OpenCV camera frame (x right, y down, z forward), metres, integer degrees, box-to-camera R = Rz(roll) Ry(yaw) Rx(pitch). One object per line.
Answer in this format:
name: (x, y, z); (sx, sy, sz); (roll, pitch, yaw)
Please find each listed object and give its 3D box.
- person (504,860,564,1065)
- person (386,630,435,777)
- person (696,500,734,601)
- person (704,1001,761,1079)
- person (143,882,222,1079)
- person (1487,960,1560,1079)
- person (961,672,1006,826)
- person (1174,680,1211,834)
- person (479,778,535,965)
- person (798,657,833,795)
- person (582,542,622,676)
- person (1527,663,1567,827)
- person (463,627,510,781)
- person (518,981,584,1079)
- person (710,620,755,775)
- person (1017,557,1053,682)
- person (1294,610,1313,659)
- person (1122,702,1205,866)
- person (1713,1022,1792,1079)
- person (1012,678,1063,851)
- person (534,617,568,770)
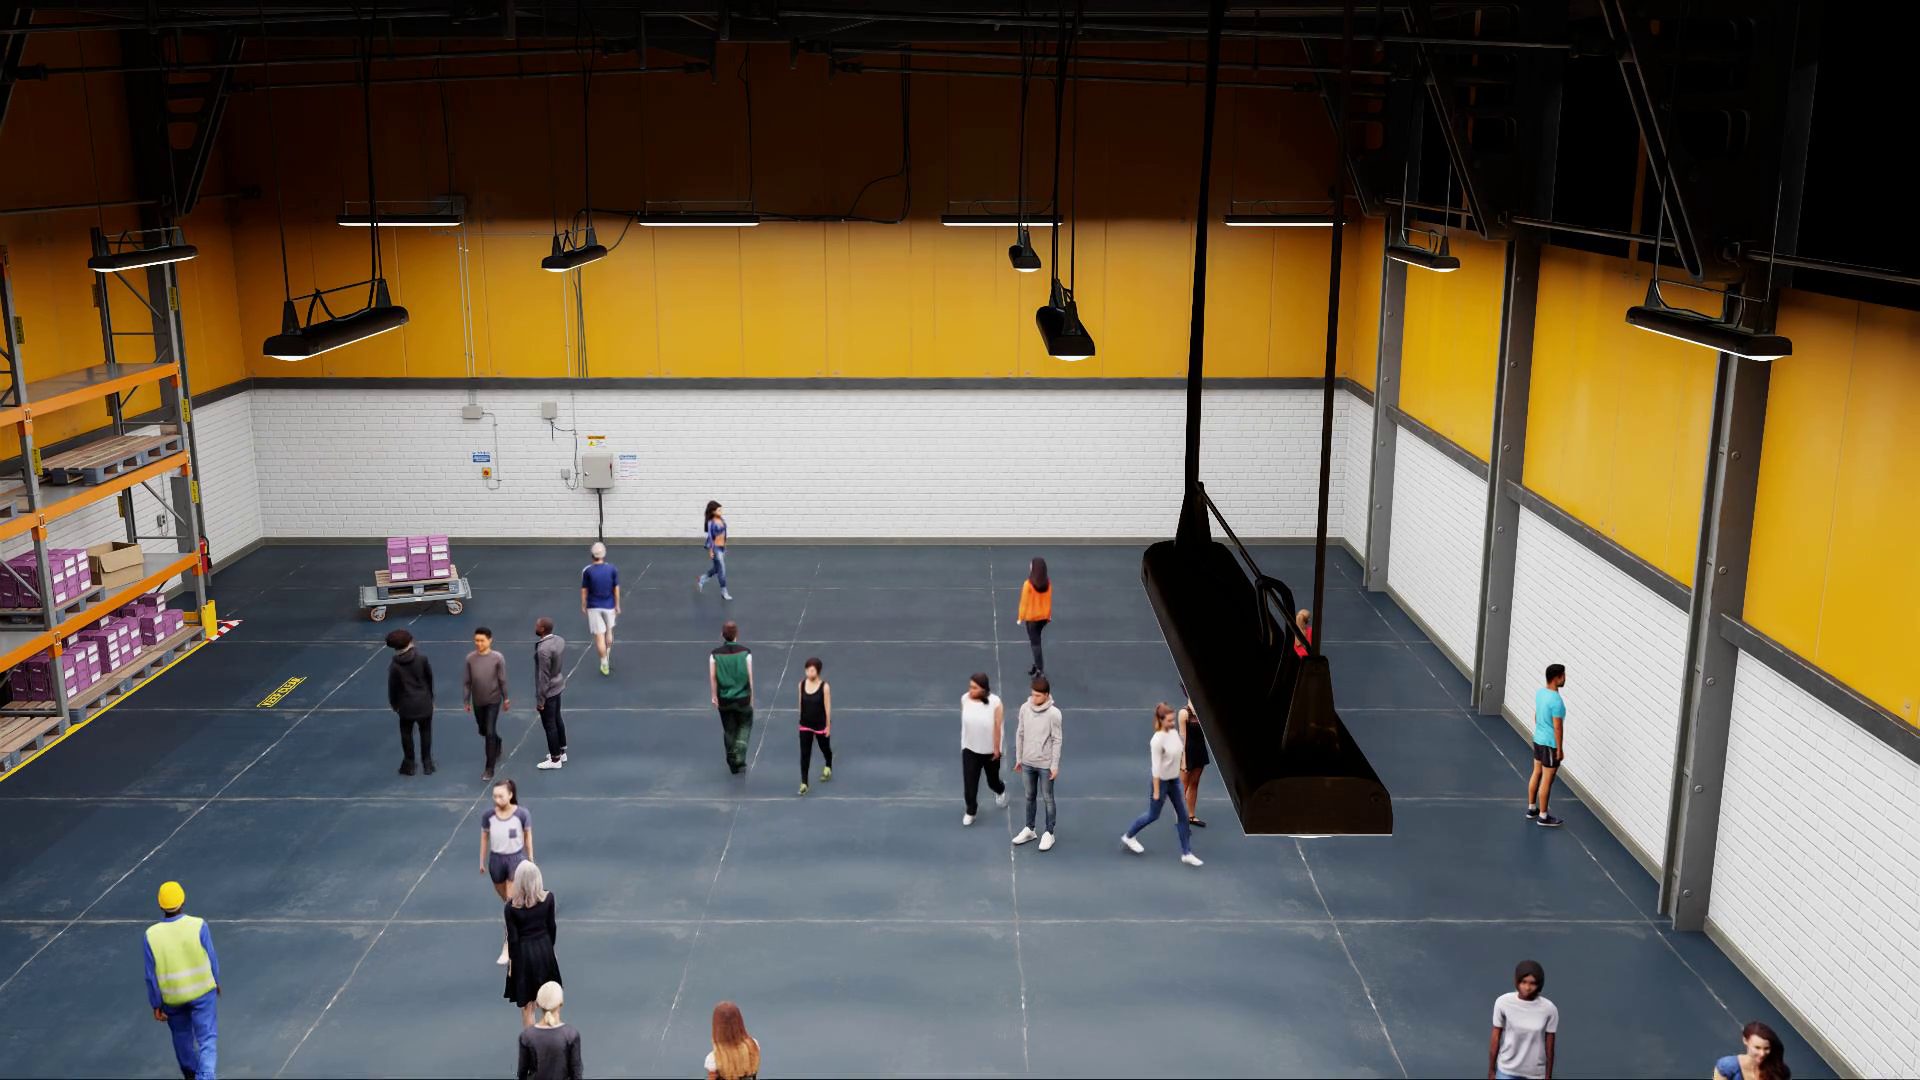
person: (-3.384, 3.347, 13.179); (0.697, 1.747, 0.739); (-10, 17, -36)
person: (-6.313, 1.868, 19.259); (0.718, 1.761, 0.689); (-2, 14, -10)
person: (-3.942, 0.166, 26.629); (0.952, 1.600, 1.011); (7, 15, 27)
person: (-1.450, 3.913, 11.065); (0.938, 1.641, 1.188); (-8, 16, -28)
person: (-5.852, 3.469, 12.594); (0.915, 1.786, 1.196); (-5, 15, -20)
person: (3.925, 3.732, 11.647); (0.641, 1.720, 0.604); (4, 14, 16)
person: (0.263, 2.219, 18.009); (0.867, 1.666, 1.041); (6, 15, 23)
person: (2.468, 2.283, 17.745); (0.676, 1.667, 0.735); (-13, 19, -43)
person: (-4.087, 2.950, 15.123); (0.694, 1.604, 1.082); (1, 14, 6)
person: (-1.615, 2.074, 18.933); (0.733, 1.513, 1.077); (4, 14, 15)
person: (-4.921, 0.964, 22.895); (0.928, 1.806, 1.160); (-6, 15, -23)
person: (6.322, 2.186, 17.912); (0.713, 1.776, 0.512); (-2, 14, -9)
person: (-5.474, 1.854, 19.352); (1.074, 1.743, 0.679); (0, 14, 0)
person: (-2.770, 3.845, 11.248); (0.743, 1.689, 1.099); (-3, 14, -10)
person: (-2.614, 1.847, 19.201); (0.647, 1.829, 0.648); (0, 14, -1)
person: (1.103, 1.097, 22.497); (0.836, 1.735, 0.777); (13, 19, 43)
person: (4.474, 1.523, 21.702); (0.577, 1.281, 0.616); (7, 15, 27)
person: (2.002, 2.476, 16.914); (1.129, 1.682, 1.135); (10, 17, 35)
person: (5.043, 3.918, 10.786); (0.765, 1.764, 1.194); (2, 14, 9)
person: (0.835, 2.297, 17.306); (0.758, 1.847, 0.765); (9, 16, 32)
person: (-4.802, 1.779, 19.505); (0.818, 1.817, 0.569); (2, 14, 9)
